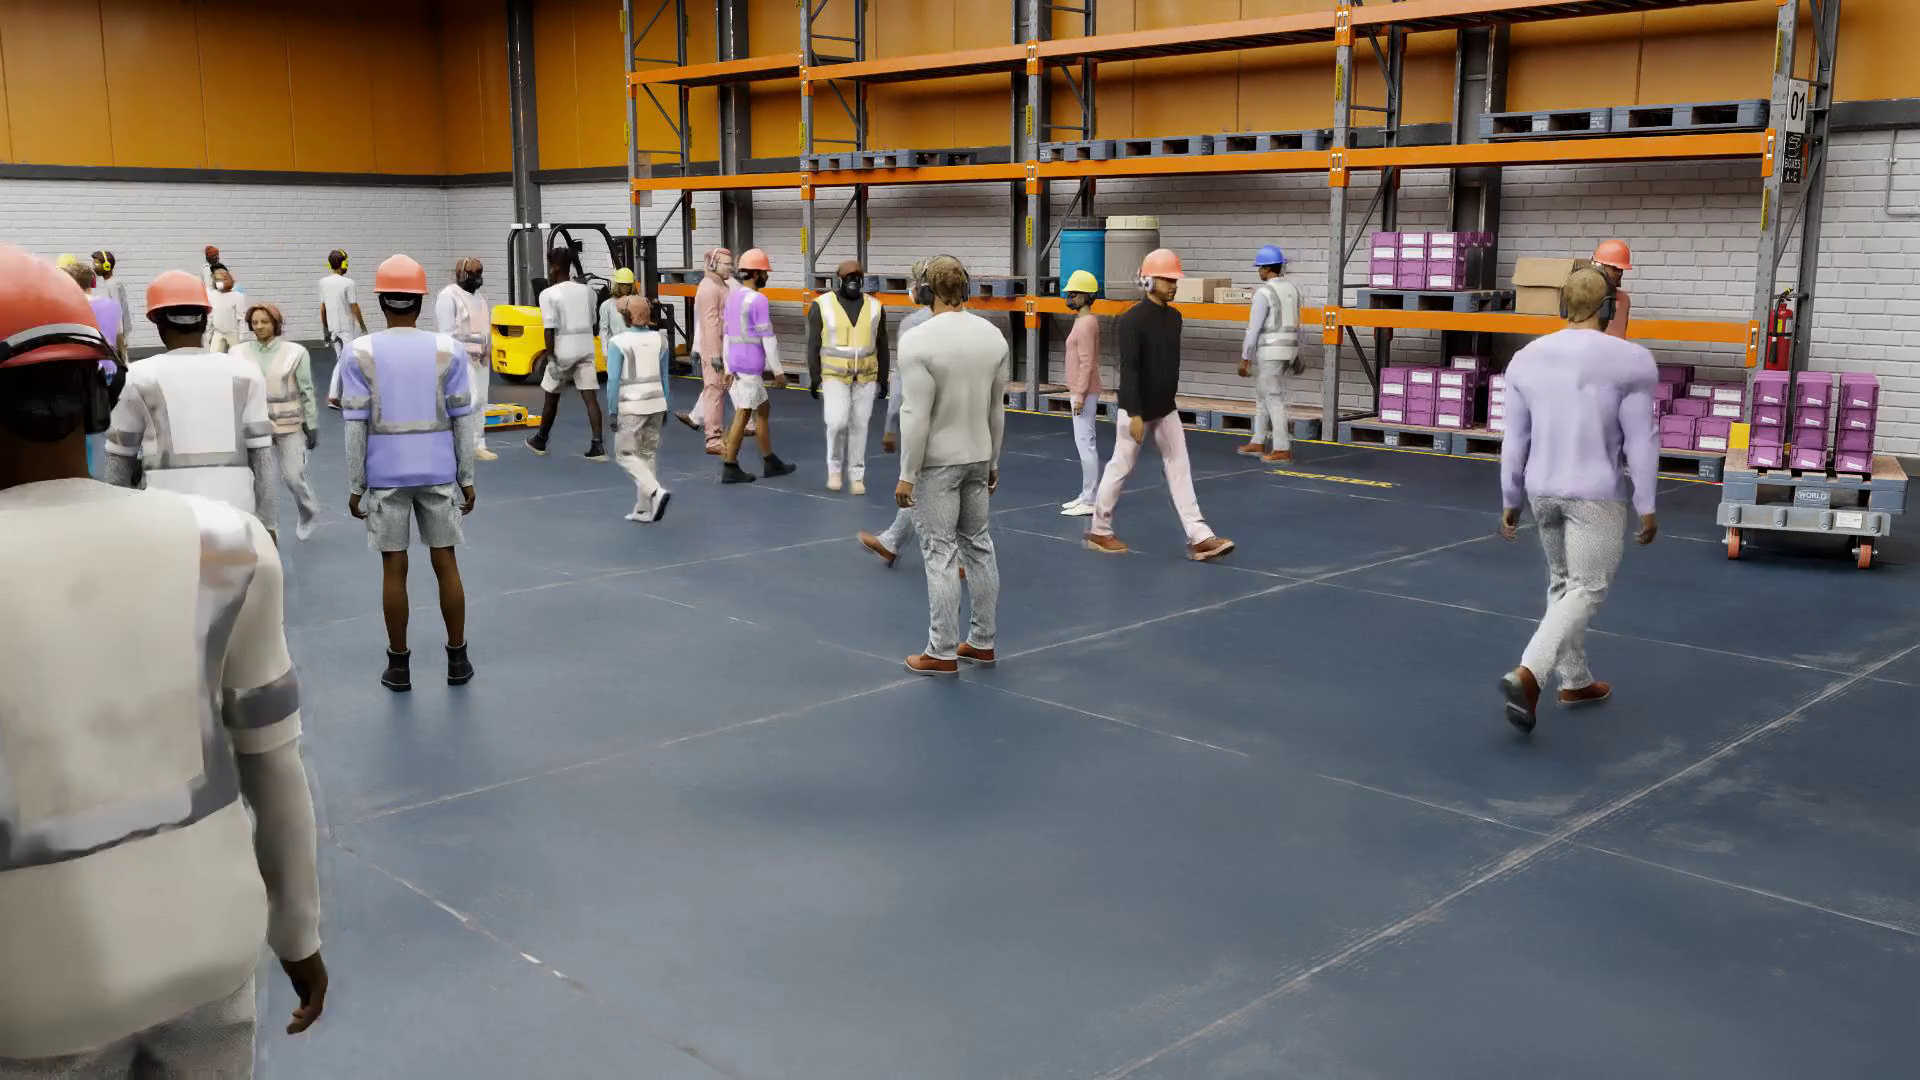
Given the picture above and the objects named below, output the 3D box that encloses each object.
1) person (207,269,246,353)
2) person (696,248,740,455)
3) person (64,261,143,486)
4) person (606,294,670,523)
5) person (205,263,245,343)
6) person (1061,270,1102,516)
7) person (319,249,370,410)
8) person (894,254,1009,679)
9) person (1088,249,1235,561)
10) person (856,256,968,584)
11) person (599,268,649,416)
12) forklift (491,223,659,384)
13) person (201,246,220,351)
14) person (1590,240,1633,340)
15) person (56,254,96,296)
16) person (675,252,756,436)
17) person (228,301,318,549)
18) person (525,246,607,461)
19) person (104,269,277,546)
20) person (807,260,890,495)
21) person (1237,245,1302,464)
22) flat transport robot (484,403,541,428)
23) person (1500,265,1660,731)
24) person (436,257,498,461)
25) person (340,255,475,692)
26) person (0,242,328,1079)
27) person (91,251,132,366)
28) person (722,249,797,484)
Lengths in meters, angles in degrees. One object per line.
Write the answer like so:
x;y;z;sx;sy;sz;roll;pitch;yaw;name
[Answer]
-8.851;-2.446;20.032;0.523;1.610;0.595;1;10;4;person
-2.226;-1.748;15.457;0.401;1.904;0.640;0;10;0;person
-6.983;-1.334;13.436;0.854;1.821;0.575;9;14;40;person
-2.195;-0.891;11.562;0.542;1.622;0.515;9;14;41;person
-9.972;-2.938;22.616;0.534;1.656;0.864;-1;10;-4;person
0.875;-1.059;12.063;0.307;1.770;0.533;1;10;6;person
-7.018;-2.382;19.019;0.546;1.864;0.405;5;12;27;person
-0.042;-0.331;7.637;0.635;1.934;0.351;-10;14;-44;person
1.216;-0.829;10.347;1.053;1.933;0.659;10;14;43;person
-0.248;-0.703;9.781;0.985;1.888;0.655;6;12;31;person
-3.364;-1.873;16.692;0.490;1.706;0.879;-2;11;-13;person
-5.316;-3.263;22.920;2.313;2.155;1.214;-10;14;-44;forklift
-12.085;-3.804;26.800;0.440;1.854;0.668;-3;11;-18;person
4.710;-1.204;12.258;0.609;1.986;0.392;-6;12;-30;person
-11.109;-2.658;20.737;0.601;1.778;0.947;4;11;20;person
-2.495;-1.976;16.828;1.008;1.846;0.665;3;11;17;person
-4.355;-0.714;10.600;0.521;1.618;0.708;-2;11;-10;person
-3.576;-1.689;15.094;1.004;1.911;0.628;10;14;44;person
-3.014;-0.099;6.507;0.577;1.876;0.968;-8;13;-38;person
-0.856;-1.260;12.978;0.651;1.832;0.448;-4;11;-20;person
2.694;-1.650;14.847;0.798;1.918;0.634;10;14;42;person
-5.111;-1.264;17.264;1.431;0.197;0.652;-10;14;-44;flat transport robot
2.503;-0.171;6.851;0.905;1.914;0.636;-8;13;-39;person
-4.418;-1.605;14.881;0.486;1.824;0.644;4;11;22;person
-2.453;-0.294;7.431;0.552;1.935;0.374;-4;11;-23;person
-1.184;0.602;2.327;0.643;2.017;0.660;10;14;43;person
-9.474;-2.301;18.632;0.460;1.852;0.536;-4;11;-21;person
-1.626;-1.423;13.664;0.862;1.900;0.548;-6;12;-30;person
